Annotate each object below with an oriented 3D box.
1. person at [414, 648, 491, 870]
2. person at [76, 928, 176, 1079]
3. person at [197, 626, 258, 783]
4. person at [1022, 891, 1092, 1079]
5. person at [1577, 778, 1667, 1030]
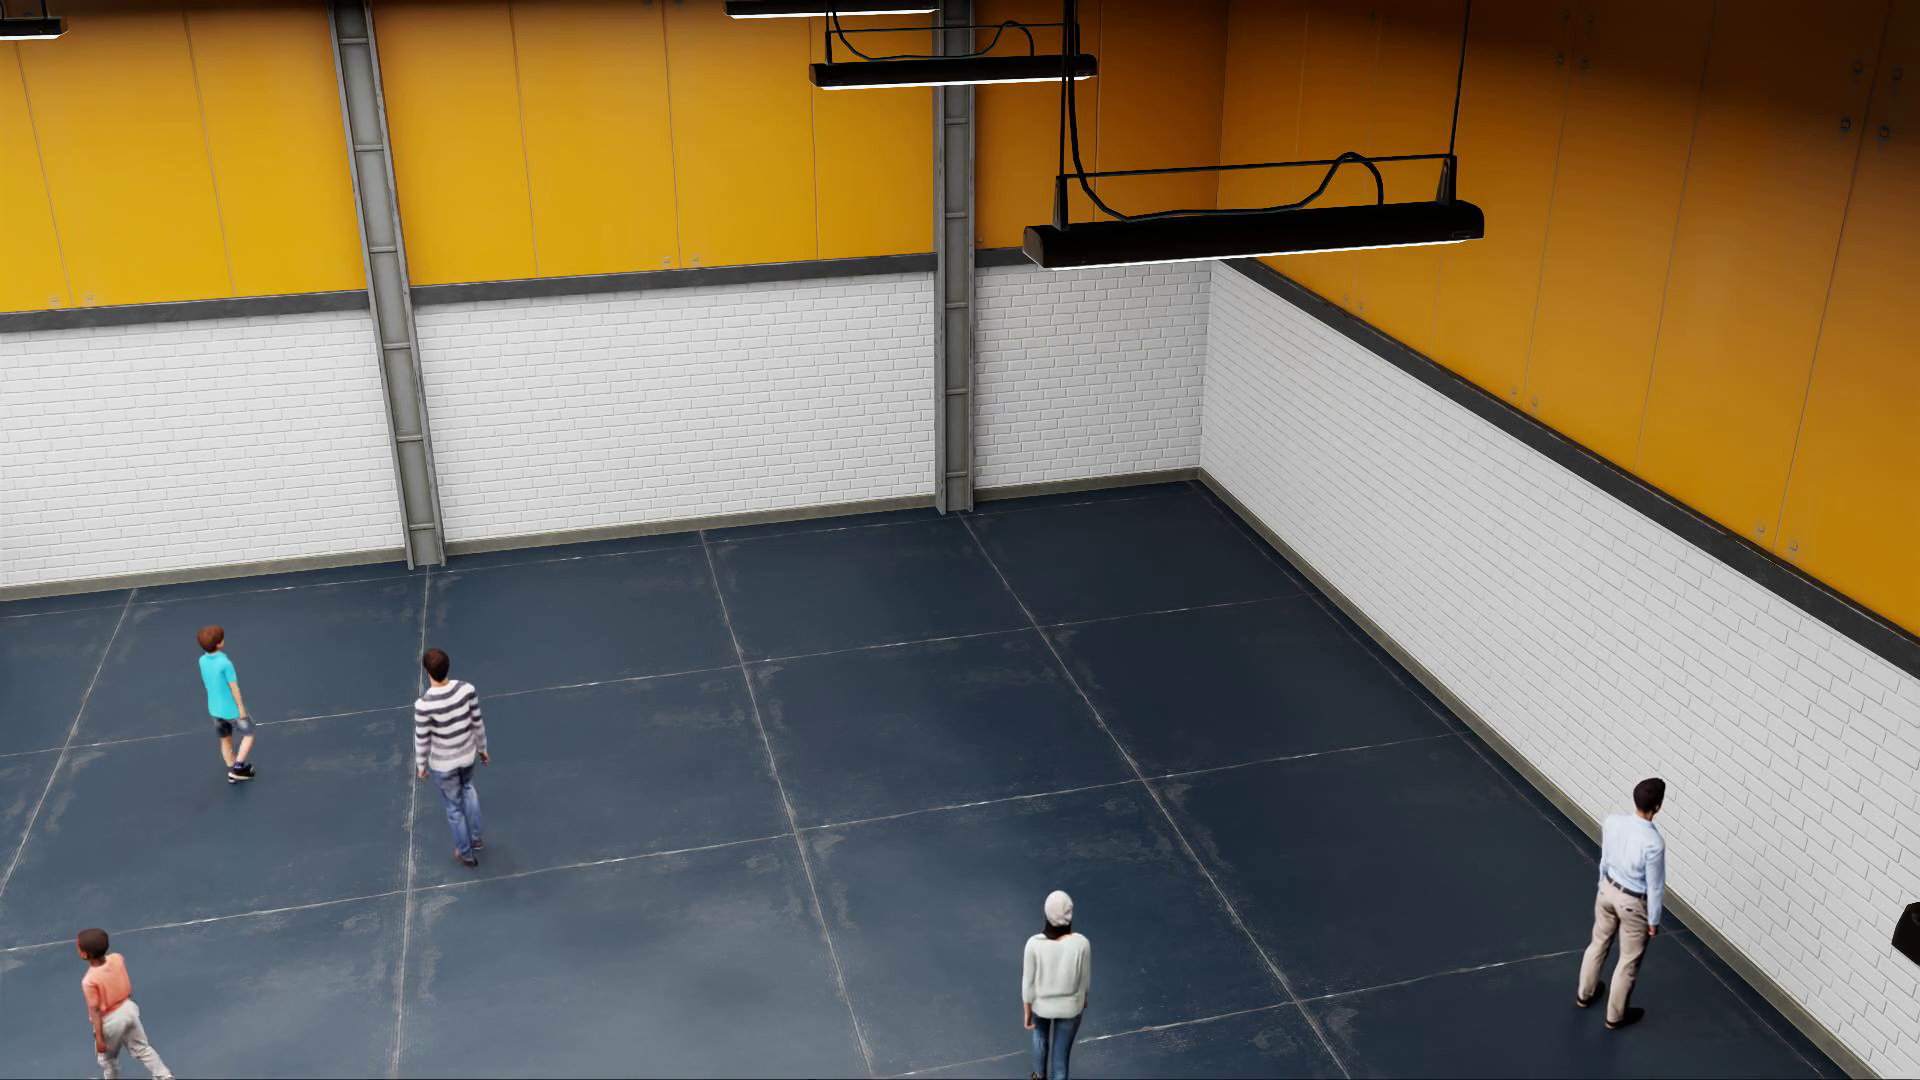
[{"bbox_3d":[-3.817,1.702,12.675,0.758,1.838,0.857,-20,30,-37],"label":"person"},{"bbox_3d":[-5.215,2.997,10.389,0.927,1.297,0.814,9,25,19],"label":"person"},{"bbox_3d":[-6.165,1.398,13.859,0.627,1.447,0.699,9,25,21],"label":"person"},{"bbox_3d":[0.591,2.905,10.187,0.761,1.628,0.759,2,24,4],"label":"person"},{"bbox_3d":[4.437,2.397,11.076,0.656,1.845,0.689,-13,27,-27],"label":"person"}]
